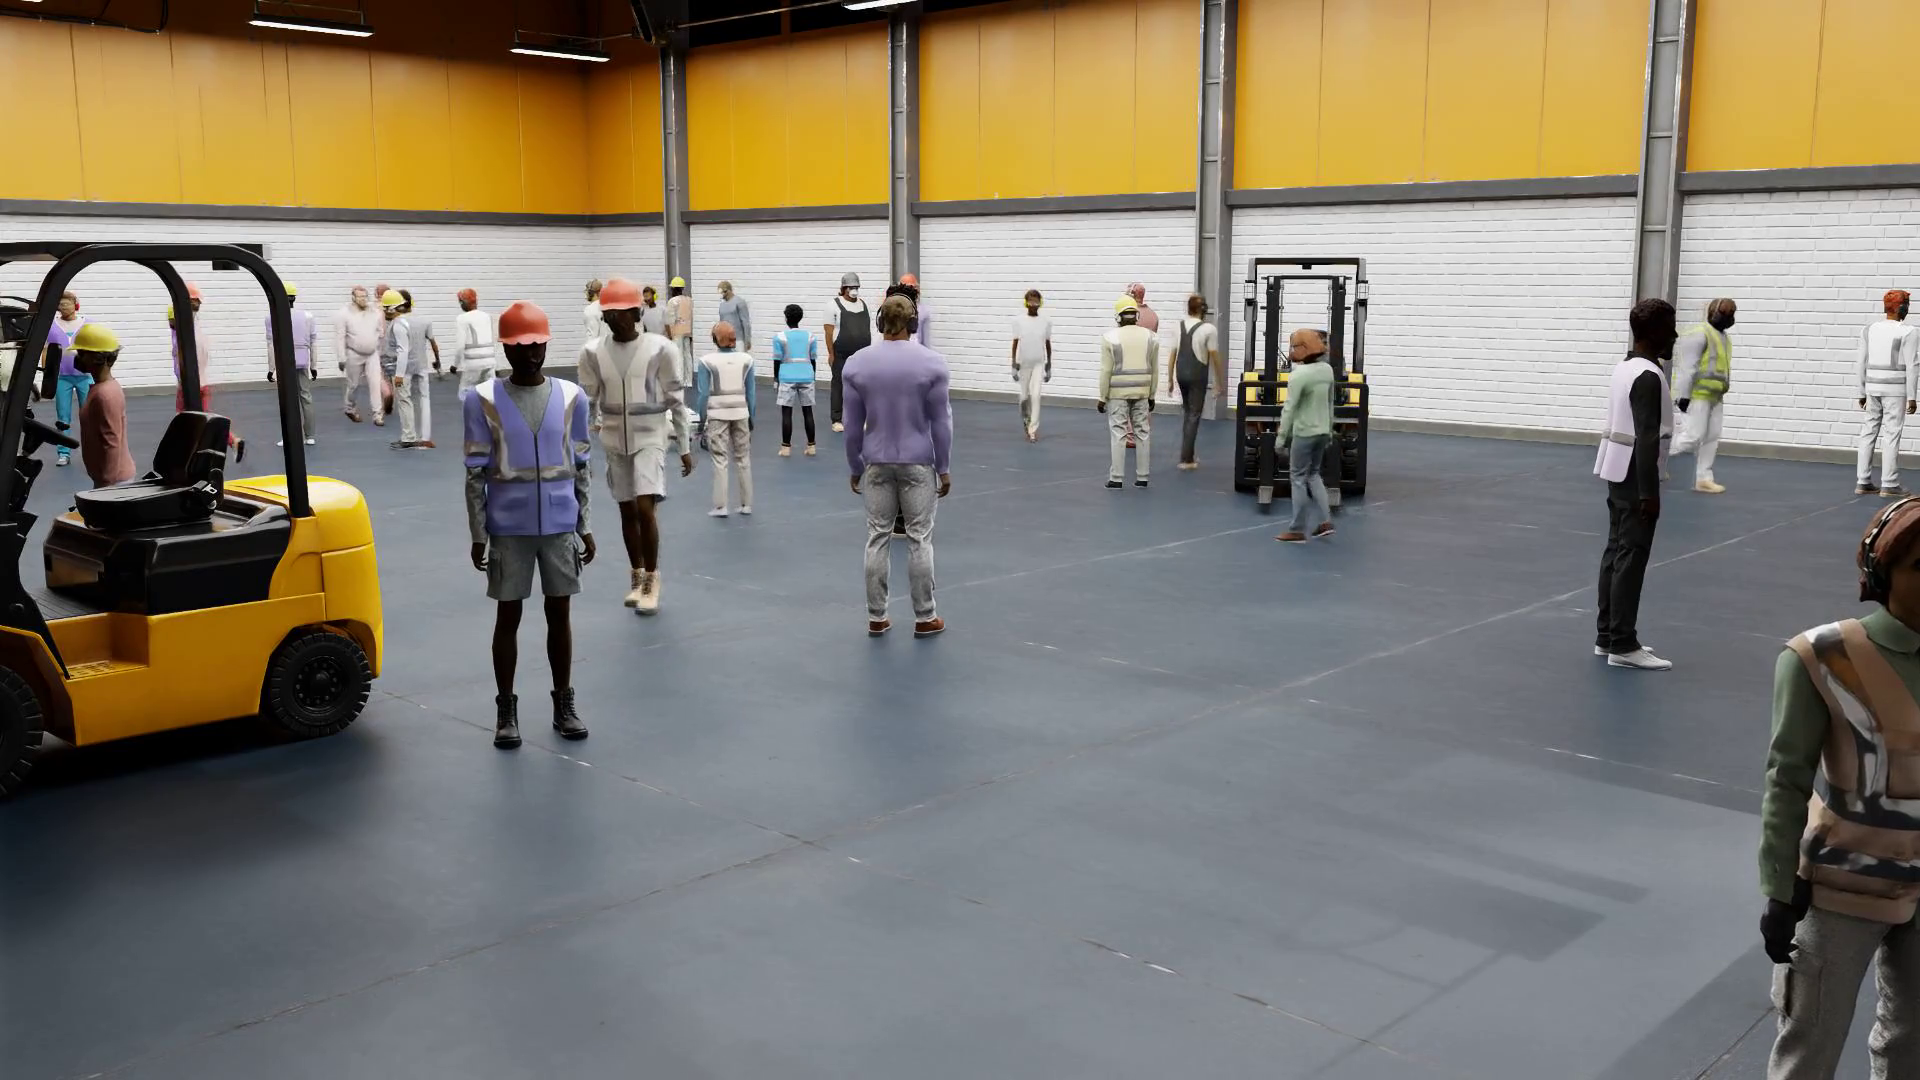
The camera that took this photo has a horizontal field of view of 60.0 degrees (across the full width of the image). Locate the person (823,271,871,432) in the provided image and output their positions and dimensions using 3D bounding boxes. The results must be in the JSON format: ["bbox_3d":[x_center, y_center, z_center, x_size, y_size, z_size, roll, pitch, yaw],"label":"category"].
[{"bbox_3d":[-1.379,-2.405,21.256,0.673,2.000,0.535,-6,11,-32],"label":"person"}]

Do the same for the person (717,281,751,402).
[{"bbox_3d":[-3.425,-2.999,25.395,0.711,1.894,0.360,8,13,42],"label":"person"}]

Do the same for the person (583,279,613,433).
[{"bbox_3d":[-4.571,-2.322,21.064,0.352,1.937,0.635,2,10,14],"label":"person"}]

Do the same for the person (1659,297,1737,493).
[{"bbox_3d":[6.848,-1.353,15.502,0.658,1.815,0.631,-7,12,-38],"label":"person"}]

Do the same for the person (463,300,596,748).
[{"bbox_3d":[-1.857,-0.067,7.240,0.552,1.936,0.358,-5,10,-26],"label":"person"}]

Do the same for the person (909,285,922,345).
[{"bbox_3d":[-0.510,-1.365,15.230,0.401,1.927,0.580,5,11,28],"label":"person"}]

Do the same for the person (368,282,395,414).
[{"bbox_3d":[-8.209,-2.729,23.740,0.651,1.881,0.775,-7,11,-35],"label":"person"}]

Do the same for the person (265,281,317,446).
[{"bbox_3d":[-7.794,-2.045,19.396,0.368,1.926,0.594,9,13,44],"label":"person"}]

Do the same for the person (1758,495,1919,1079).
[{"bbox_3d":[1.843,0.722,3.312,0.524,1.639,0.306,0,9,-1],"label":"person"}]

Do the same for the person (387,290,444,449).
[{"bbox_3d":[-6.267,-1.957,19.164,0.612,1.842,0.393,-4,10,-22],"label":"person"}]

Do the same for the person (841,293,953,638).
[{"bbox_3d":[-0.344,-0.407,9.337,0.628,1.935,0.373,2,9,11],"label":"person"}]

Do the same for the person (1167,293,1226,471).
[{"bbox_3d":[2.467,-1.630,17.165,0.527,1.817,0.733,9,13,42],"label":"person"}]

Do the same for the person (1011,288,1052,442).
[{"bbox_3d":[0.870,-2.121,20.147,0.494,1.847,0.729,0,9,1],"label":"person"}]

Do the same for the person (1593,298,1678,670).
[{"bbox_3d":[3.533,-0.296,8.703,0.392,1.919,0.590,1,9,9],"label":"person"}]

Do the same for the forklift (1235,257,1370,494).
[{"bbox_3d":[3.309,-1.629,16.029,1.214,2.155,2.313,2,9,11],"label":"forklift"}]

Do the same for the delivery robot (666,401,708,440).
[{"bbox_3d":[-3.194,-1.344,19.008,0.477,0.478,0.707,-9,13,-44],"label":"delivery robot"}]

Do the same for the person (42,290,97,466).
[{"bbox_3d":[-9.351,-1.703,17.546,0.568,1.843,0.374,-5,10,-26],"label":"person"}]

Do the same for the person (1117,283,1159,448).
[{"bbox_3d":[2.014,-2.022,19.309,0.409,1.913,0.642,8,12,40],"label":"person"}]

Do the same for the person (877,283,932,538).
[{"bbox_3d":[-0.454,-0.999,12.868,0.367,1.966,0.607,-3,10,-20],"label":"person"}]

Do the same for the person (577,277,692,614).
[{"bbox_3d":[-1.981,-0.558,9.982,0.656,2.012,0.775,1,9,7],"label":"person"}]

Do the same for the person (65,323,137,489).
[{"bbox_3d":[-4.829,-0.333,9.429,0.346,1.776,0.532,-5,11,-29],"label":"person"}]

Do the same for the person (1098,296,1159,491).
[{"bbox_3d":[1.559,-1.360,15.519,0.588,1.822,0.403,-3,10,-17],"label":"person"}]

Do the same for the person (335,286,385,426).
[{"bbox_3d":[-7.982,-2.450,22.127,0.676,1.864,0.916,-7,11,-35],"label":"person"}]

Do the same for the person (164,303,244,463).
[{"bbox_3d":[-7.780,-1.562,17.019,0.668,1.736,0.533,1,9,4],"label":"person"}]

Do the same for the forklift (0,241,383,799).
[{"bbox_3d":[-3.706,-0.171,7.093,1.214,2.155,2.313,9,13,43],"label":"forklift"}]

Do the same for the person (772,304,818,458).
[{"bbox_3d":[-1.811,-1.752,18.336,0.537,1.689,0.323,-4,10,-24],"label":"person"}]

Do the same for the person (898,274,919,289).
[{"bbox_3d":[-0.822,-3.188,26.195,0.388,1.992,0.625,0,9,1],"label":"person"}]

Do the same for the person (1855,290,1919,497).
[{"bbox_3d":[8.460,-1.333,15.163,0.345,1.882,0.584,-4,10,-23],"label":"person"}]

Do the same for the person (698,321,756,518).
[{"bbox_3d":[-1.942,-1.004,13.895,0.522,1.638,0.310,-5,11,-30],"label":"person"}]

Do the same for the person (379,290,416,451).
[{"bbox_3d":[-6.429,-1.938,19.039,0.403,1.828,0.597,-3,10,-16],"label":"person"}]

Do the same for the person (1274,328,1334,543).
[{"bbox_3d":[2.607,-0.781,12.557,0.553,1.625,0.335,-8,12,-41],"label":"person"}]

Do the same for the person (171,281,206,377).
[{"bbox_3d":[-8.101,-1.751,17.566,0.355,1.938,0.545,-6,11,-32],"label":"person"}]

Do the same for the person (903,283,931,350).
[{"bbox_3d":[-0.716,-2.489,22.227,0.668,1.885,0.664,-1,9,-5],"label":"person"}]

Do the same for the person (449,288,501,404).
[{"bbox_3d":[-5.719,-2.068,19.820,0.648,1.834,0.598,5,11,29],"label":"person"}]

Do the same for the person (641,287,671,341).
[{"bbox_3d":[-4.606,-2.979,25.548,0.521,1.809,0.694,3,10,15],"label":"person"}]

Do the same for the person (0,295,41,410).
[{"bbox_3d":[-9.253,-1.498,15.989,0.997,1.957,0.615,8,12,42],"label":"person"}]

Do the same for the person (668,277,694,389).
[{"bbox_3d":[-4.851,-3.583,28.816,0.356,1.929,0.592,6,11,31],"label":"person"}]
